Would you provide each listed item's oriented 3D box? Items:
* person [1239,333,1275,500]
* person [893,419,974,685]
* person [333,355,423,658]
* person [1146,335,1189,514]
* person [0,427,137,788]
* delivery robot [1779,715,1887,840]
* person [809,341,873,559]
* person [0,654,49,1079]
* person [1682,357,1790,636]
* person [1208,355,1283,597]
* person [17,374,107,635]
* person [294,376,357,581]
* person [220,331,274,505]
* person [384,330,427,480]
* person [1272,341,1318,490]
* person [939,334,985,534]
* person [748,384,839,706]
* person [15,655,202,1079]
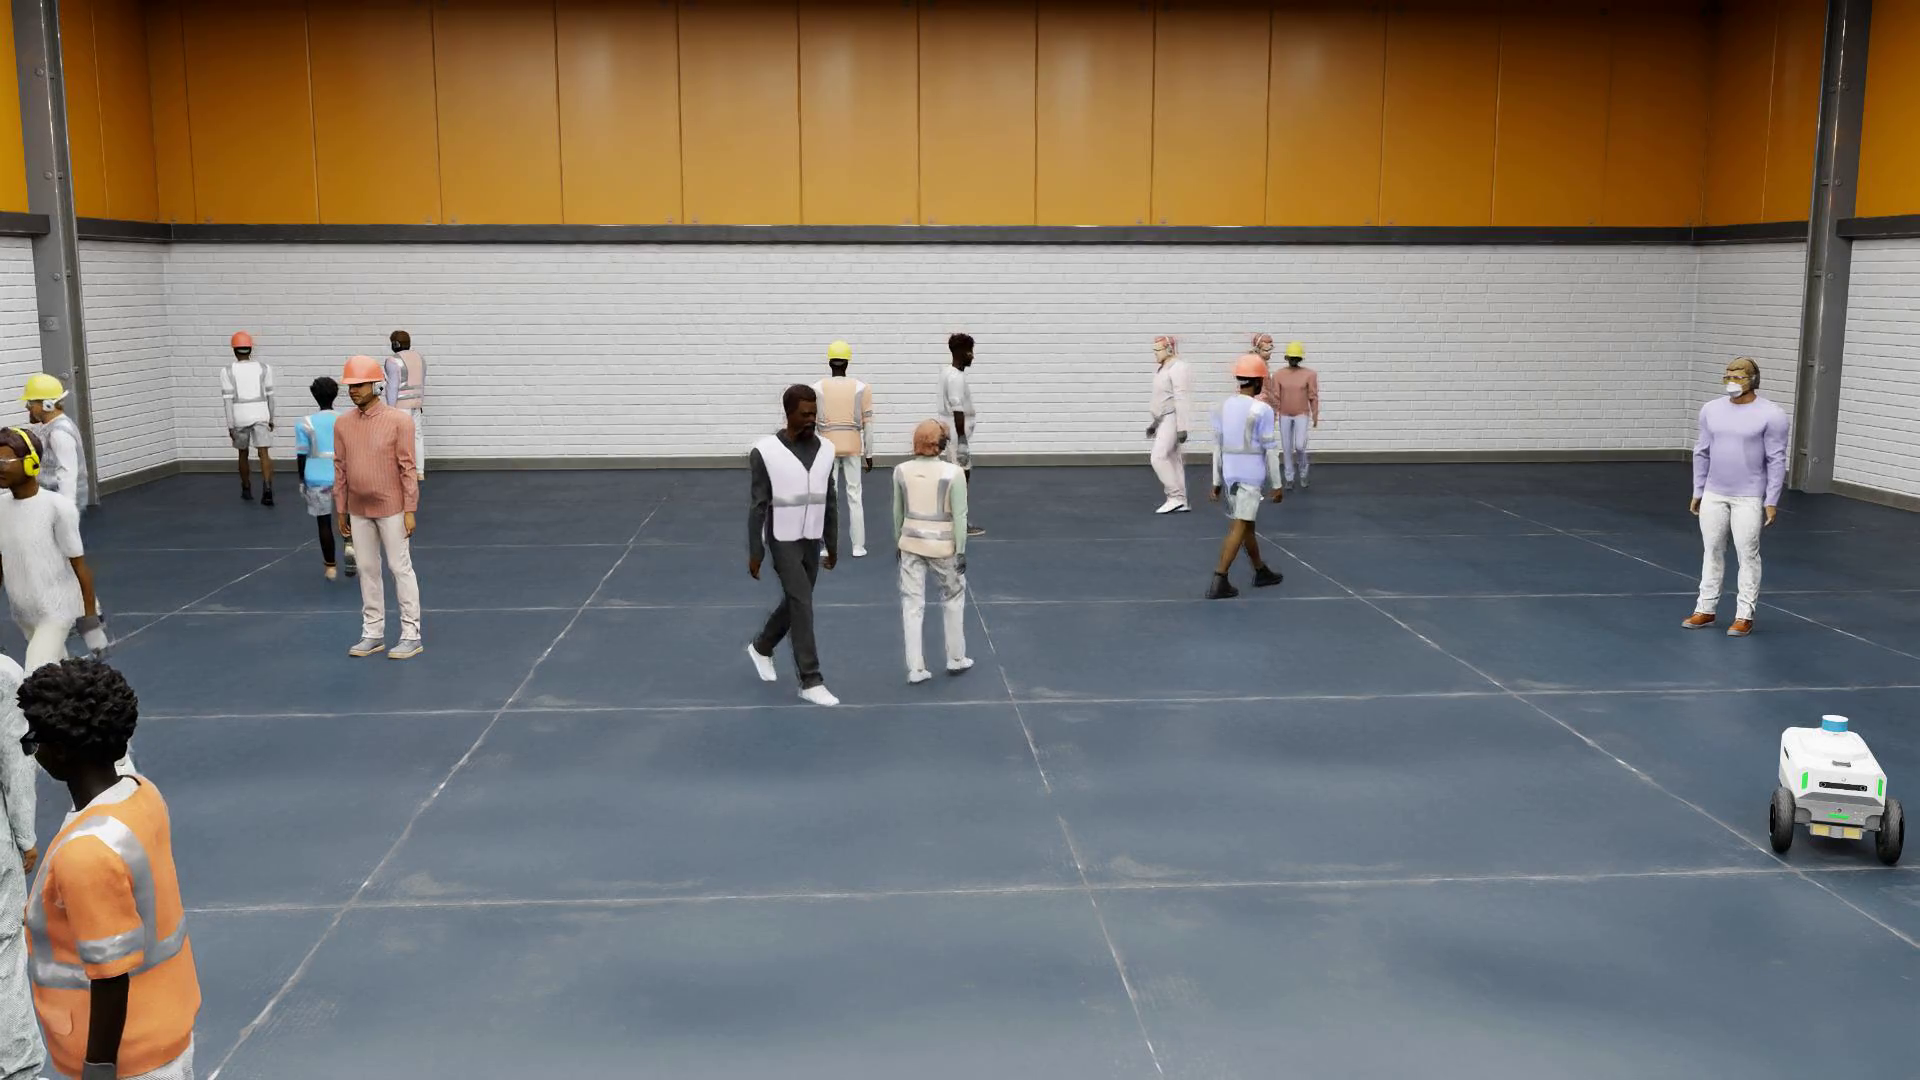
[{"bbox_3d":[3.279,-1.380,18.605,0.424,1.862,0.832,-1,9,-3],"label":"person"},{"bbox_3d":[-0.146,0.058,10.291,0.538,1.613,0.681,4,10,24],"label":"person"},{"bbox_3d":[-3.821,-0.211,10.873,0.619,1.989,0.396,3,9,16],"label":"person"},{"bbox_3d":[2.181,-1.214,17.503,0.529,1.874,0.647,0,9,-3],"label":"person"},{"bbox_3d":[-4.277,0.379,7.700,0.543,1.818,0.998,4,10,26],"label":"person"},{"bbox_3d":[3.840,1.016,7.334,0.477,0.478,0.707,3,10,20],"label":"delivery robot"},{"bbox_3d":[-1.063,-0.792,14.688,0.594,1.924,0.383,-1,9,-8],"label":"person"},{"bbox_3d":[-2.958,0.870,4.864,0.483,1.735,0.340,-3,10,-20],"label":"person"},{"bbox_3d":[5.397,-0.303,11.581,0.376,1.940,0.627,-7,11,-37],"label":"person"},{"bbox_3d":[2.258,-0.508,13.050,0.970,1.887,0.560,-6,11,-35],"label":"person"},{"bbox_3d":[-6.280,-0.241,11.558,0.404,1.834,0.602,-6,11,-33],"label":"person"},{"bbox_3d":[-5.098,-0.485,13.492,0.549,1.683,0.471,-5,10,-27],"label":"person"},{"bbox_3d":[-7.777,-1.336,18.216,0.540,1.904,0.978,-5,10,-28],"label":"person"},{"bbox_3d":[-6.715,-1.609,20.085,0.429,1.844,0.627,3,10,20],"label":"person"},{"bbox_3d":[3.858,-1.425,19.251,0.538,1.735,0.446,5,10,26],"label":"person"},{"bbox_3d":[-0.054,-1.006,16.058,0.539,1.947,0.686,-1,9,-6],"label":"person"},{"bbox_3d":[-1.016,-0.005,9.931,0.594,1.880,0.935,-9,12,-43],"label":"person"},{"bbox_3d":[-1.827,1.084,3.618,0.318,1.698,0.539,-3,9,-17],"label":"person"}]
